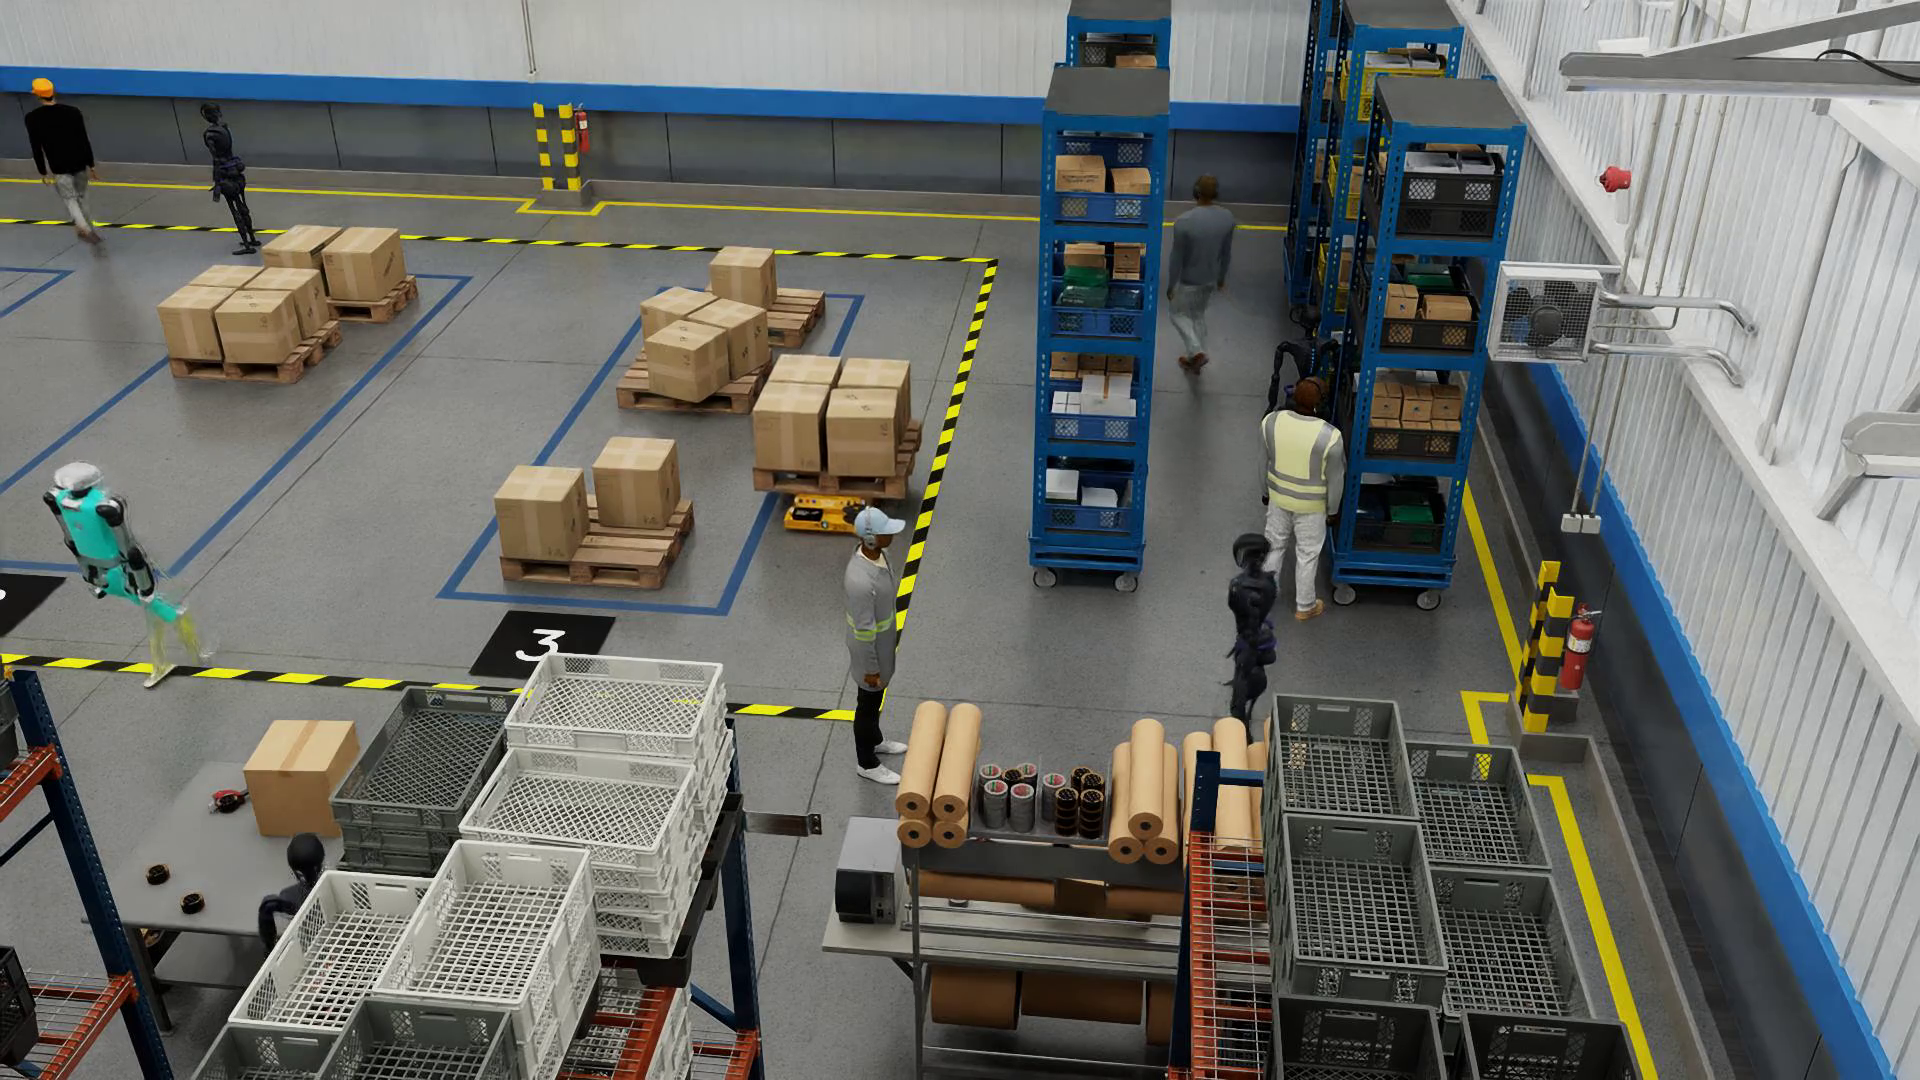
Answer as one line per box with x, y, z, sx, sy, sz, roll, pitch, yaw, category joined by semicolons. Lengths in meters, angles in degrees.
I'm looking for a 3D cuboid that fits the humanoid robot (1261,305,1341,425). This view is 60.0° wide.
2.687;-1.055;13.068;0.599;1.659;0.315;-2;30;-3;humanoid robot

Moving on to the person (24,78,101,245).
-9.714;-4.078;18.101;0.592;1.856;0.659;-25;38;-36;person

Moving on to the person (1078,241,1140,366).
1.228;-1.620;13.772;0.605;1.963;0.374;-5;31;-9;person

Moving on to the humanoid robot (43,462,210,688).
-5.388;0.244;10.906;0.544;1.881;0.761;9;31;15;humanoid robot

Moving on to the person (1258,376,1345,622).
2.370;-0.289;11.606;0.626;1.844;0.429;19;35;30;person

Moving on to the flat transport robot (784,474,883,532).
-0.971;-0.507;13.517;0.652;0.197;1.431;3;30;6;flat transport robot

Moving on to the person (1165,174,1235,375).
2.148;-2.388;15.131;0.655;1.913;0.473;-15;33;-24;person

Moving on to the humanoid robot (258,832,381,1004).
-2.912;2.065;7.757;0.601;1.647;0.682;-13;33;-21;humanoid robot

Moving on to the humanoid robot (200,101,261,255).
-7.926;-3.924;18.003;0.315;1.653;0.599;-1;30;-2;humanoid robot

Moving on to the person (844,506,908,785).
-0.500;0.621;10.033;0.371;1.852;0.588;3;30;5;person

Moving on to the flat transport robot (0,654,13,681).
-7.142;0.969;11.010;1.431;0.231;0.659;3;30;6;flat transport robot

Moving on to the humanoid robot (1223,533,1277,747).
1.769;0.719;10.054;0.382;1.648;0.611;2;30;3;humanoid robot
